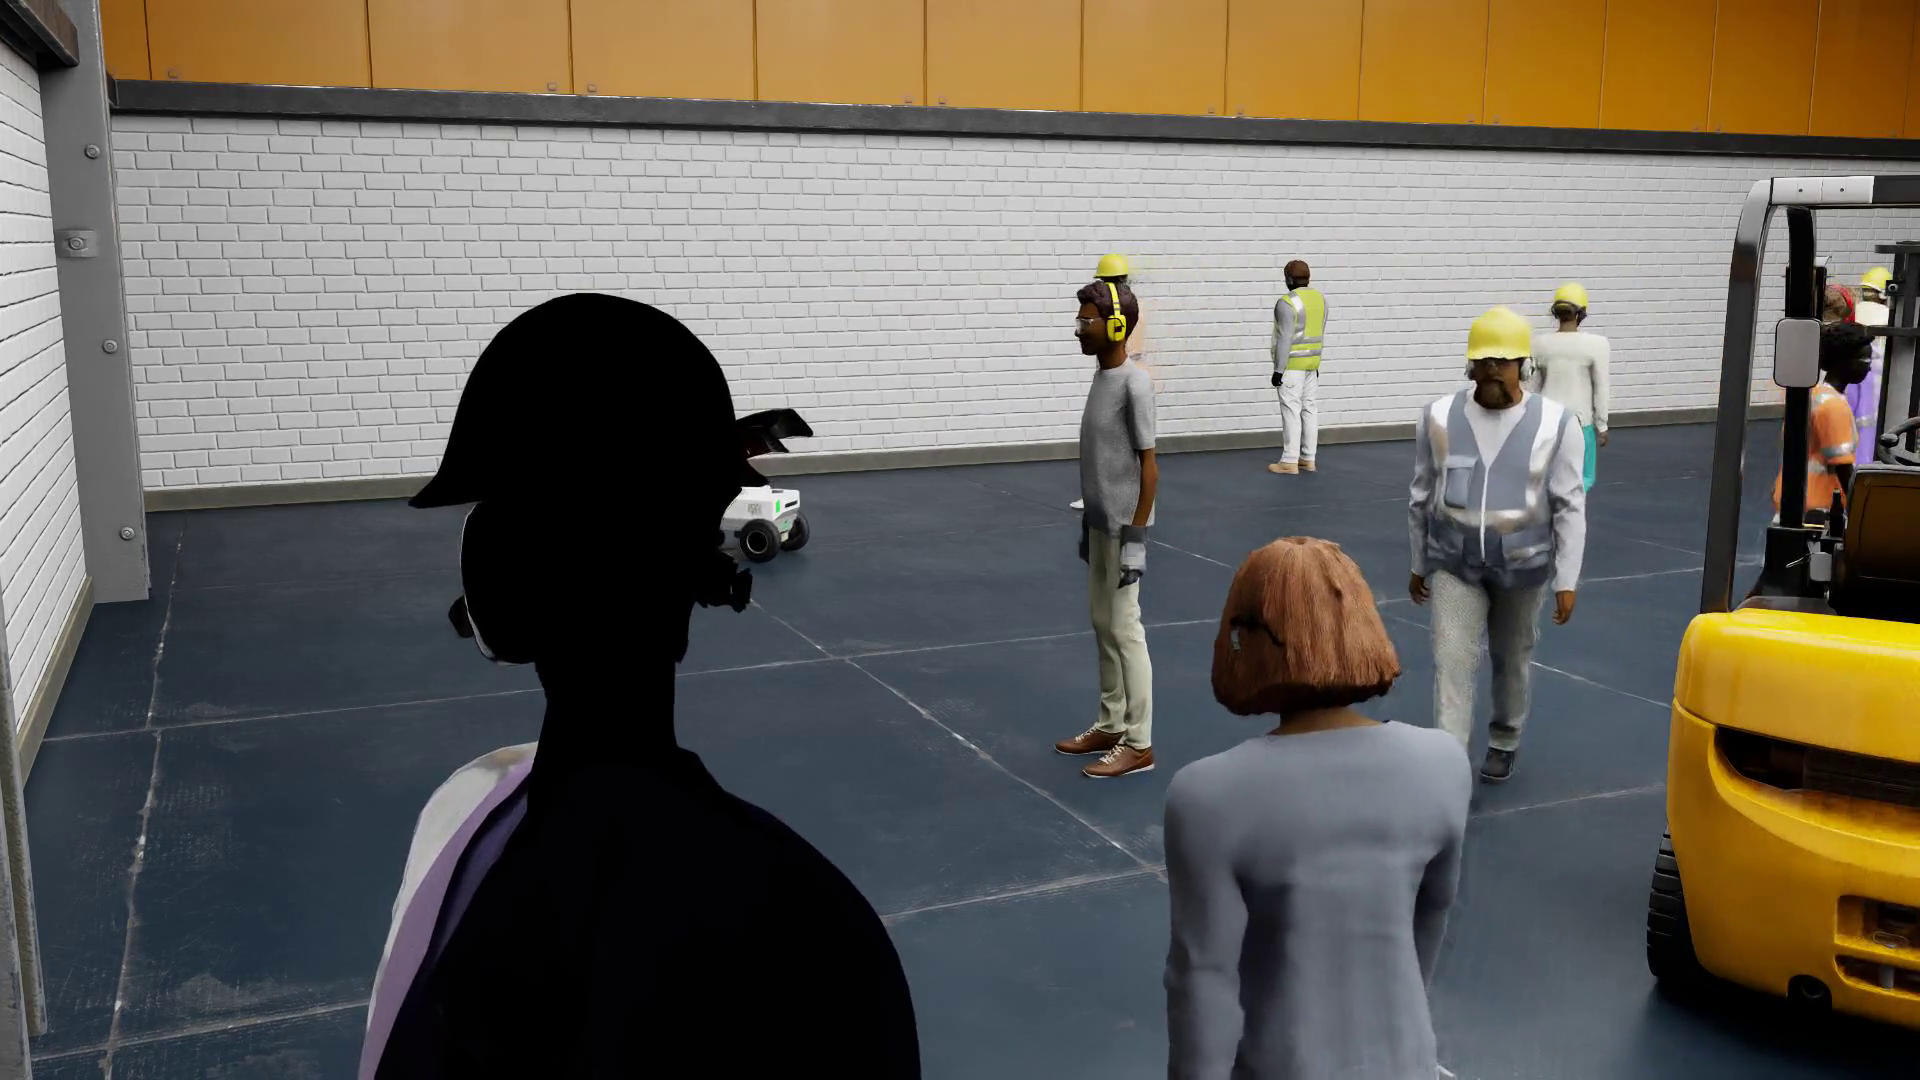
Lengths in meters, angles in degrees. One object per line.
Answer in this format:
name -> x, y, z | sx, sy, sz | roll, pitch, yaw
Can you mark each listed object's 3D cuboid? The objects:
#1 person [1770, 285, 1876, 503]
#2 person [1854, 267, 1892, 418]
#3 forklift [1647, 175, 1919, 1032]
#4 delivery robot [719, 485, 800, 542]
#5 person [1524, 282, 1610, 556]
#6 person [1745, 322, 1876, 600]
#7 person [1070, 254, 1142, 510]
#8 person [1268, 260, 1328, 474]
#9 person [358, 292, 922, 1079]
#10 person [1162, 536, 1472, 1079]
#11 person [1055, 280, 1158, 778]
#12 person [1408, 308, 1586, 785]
person -> 4.284, -0.354, 8.236 | 0.449, 1.796, 0.651 | 9, 13, 40
person -> 7.390, -1.330, 13.616 | 0.882, 1.799, 0.603 | -5, 11, -26
forklift -> 2.810, 0.094, 4.662 | 1.214, 2.155, 2.313 | 7, 12, 34
delivery robot -> -1.397, -0.219, 10.645 | 0.707, 0.478, 0.477 | 4, 11, 20
person -> 3.779, -0.738, 10.445 | 0.541, 1.751, 0.533 | 9, 13, 40
person -> 3.889, -0.132, 7.379 | 0.888, 1.647, 0.528 | 5, 12, 27
person -> 1.087, -1.156, 12.349 | 0.666, 1.904, 0.597 | 6, 12, 31
person -> 2.900, -1.494, 14.394 | 0.634, 1.839, 0.429 | -10, 14, -43
person -> -0.226, 0.820, 1.076 | 0.374, 2.044, 0.606 | -9, 14, -40
person -> 0.485, 0.785, 2.482 | 0.505, 1.600, 0.753 | -3, 11, -14
person -> 0.573, -0.035, 6.285 | 0.309, 1.863, 0.535 | -3, 11, -15
person -> 1.891, 0.074, 5.910 | 0.613, 1.783, 0.925 | 5, 11, 24
